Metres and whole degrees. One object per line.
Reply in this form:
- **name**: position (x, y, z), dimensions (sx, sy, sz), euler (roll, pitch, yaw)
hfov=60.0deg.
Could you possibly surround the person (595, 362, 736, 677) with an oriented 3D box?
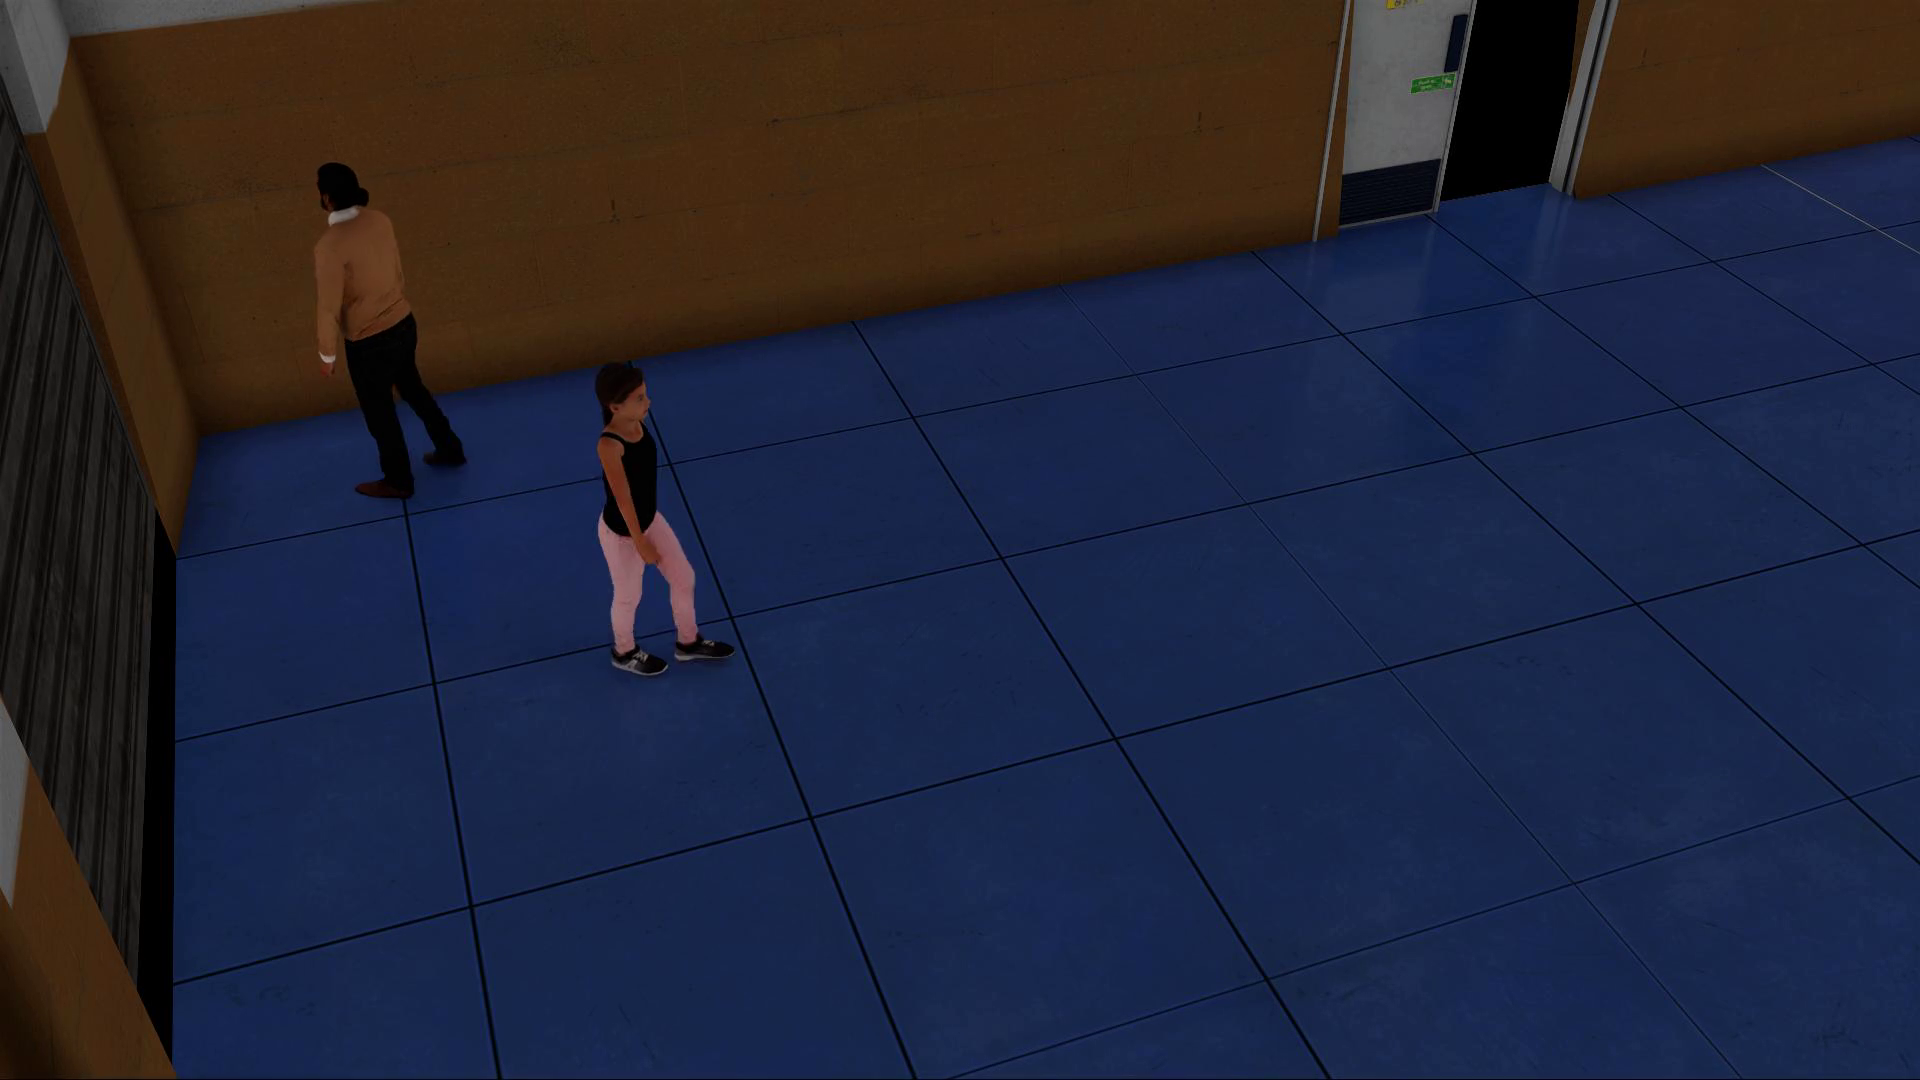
- **person**: position (-1.426, -0.055, 6.937), dimensions (0.813, 1.542, 0.788), euler (10, 38, 13)

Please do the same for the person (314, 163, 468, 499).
- **person**: position (-2.786, -0.985, 8.001), dimensions (0.919, 1.753, 0.842), euler (8, 38, 11)
